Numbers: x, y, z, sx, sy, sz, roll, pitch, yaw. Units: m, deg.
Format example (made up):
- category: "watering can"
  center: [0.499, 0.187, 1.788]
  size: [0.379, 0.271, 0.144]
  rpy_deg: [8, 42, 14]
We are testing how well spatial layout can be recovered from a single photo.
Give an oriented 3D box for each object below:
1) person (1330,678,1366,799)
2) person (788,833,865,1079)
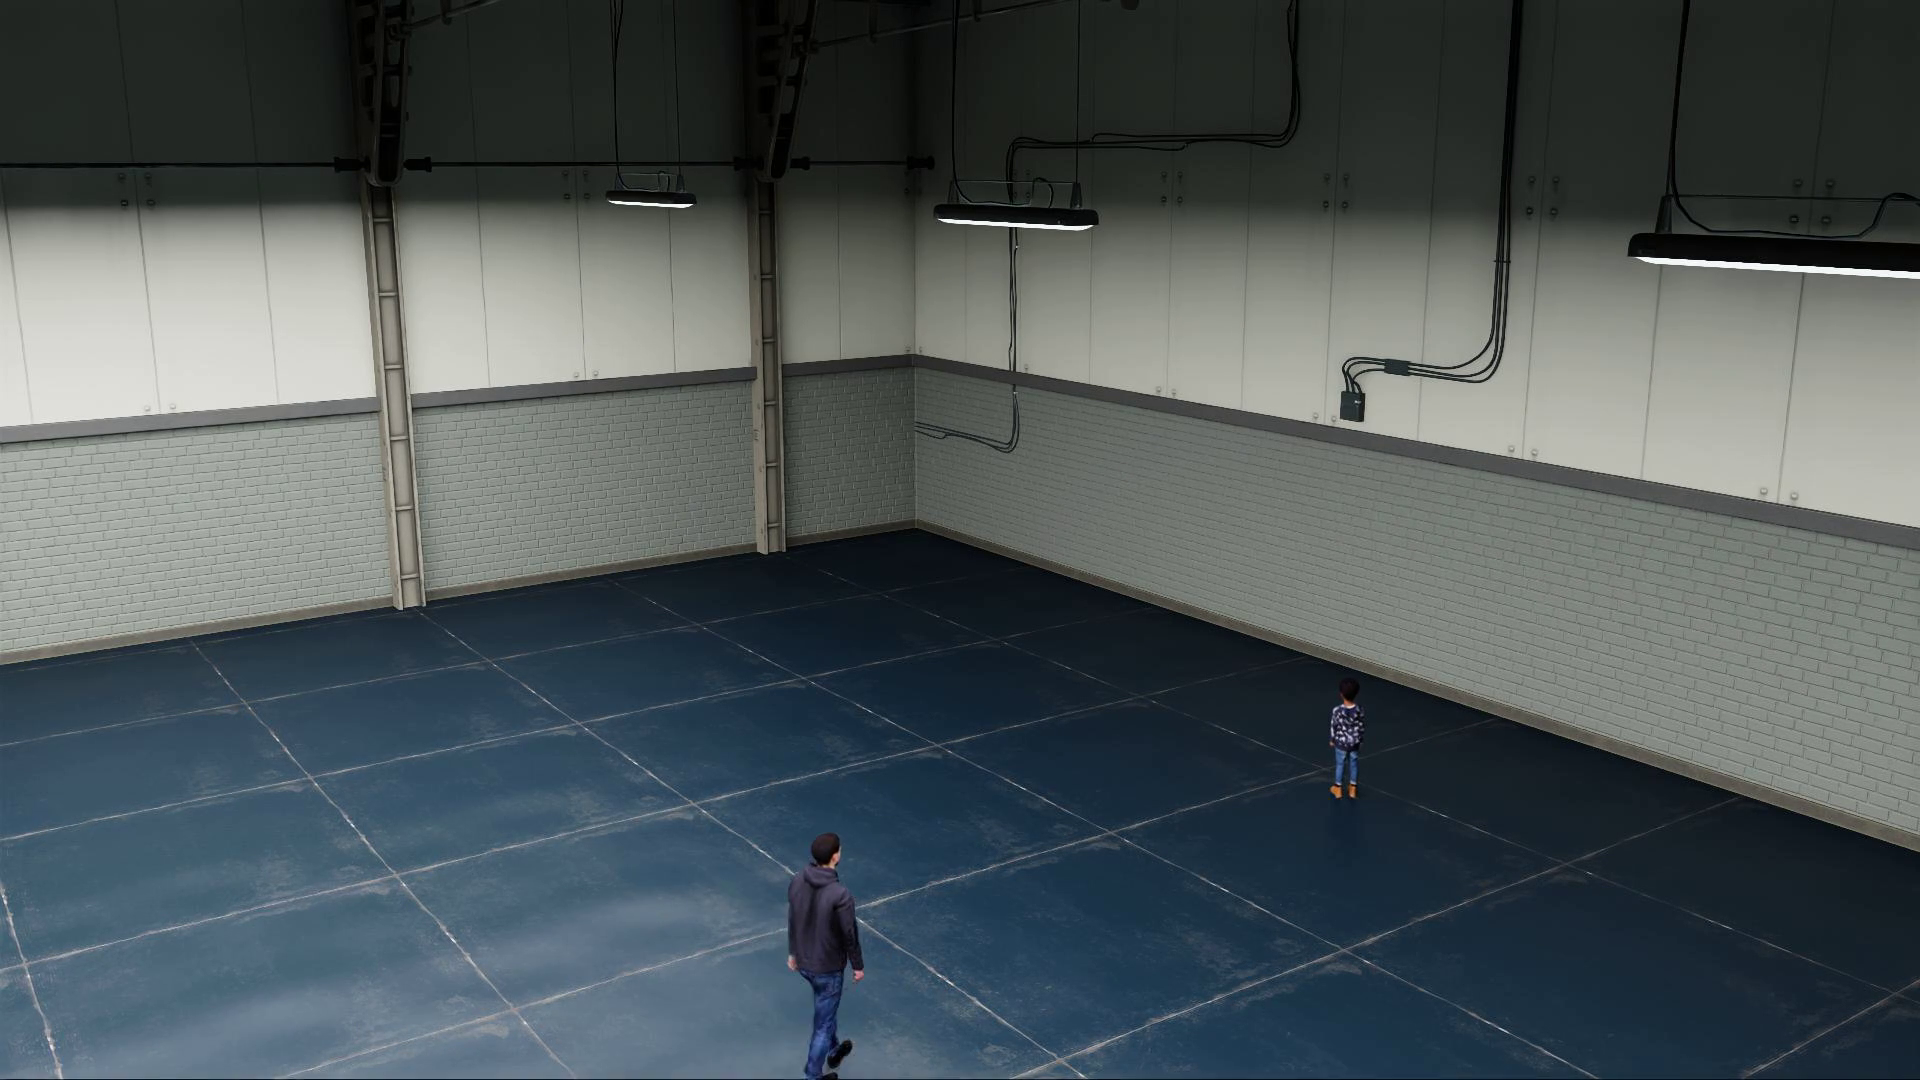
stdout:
- category: "person"
  center: [3.958, 2.016, 16.999]
  size: [0.553, 1.250, 0.635]
  rpy_deg: [0, 13, -1]
- category: "person"
  center: [-1.016, 2.969, 11.513]
  size: [0.850, 1.868, 0.989]
  rpy_deg: [10, 16, 36]
